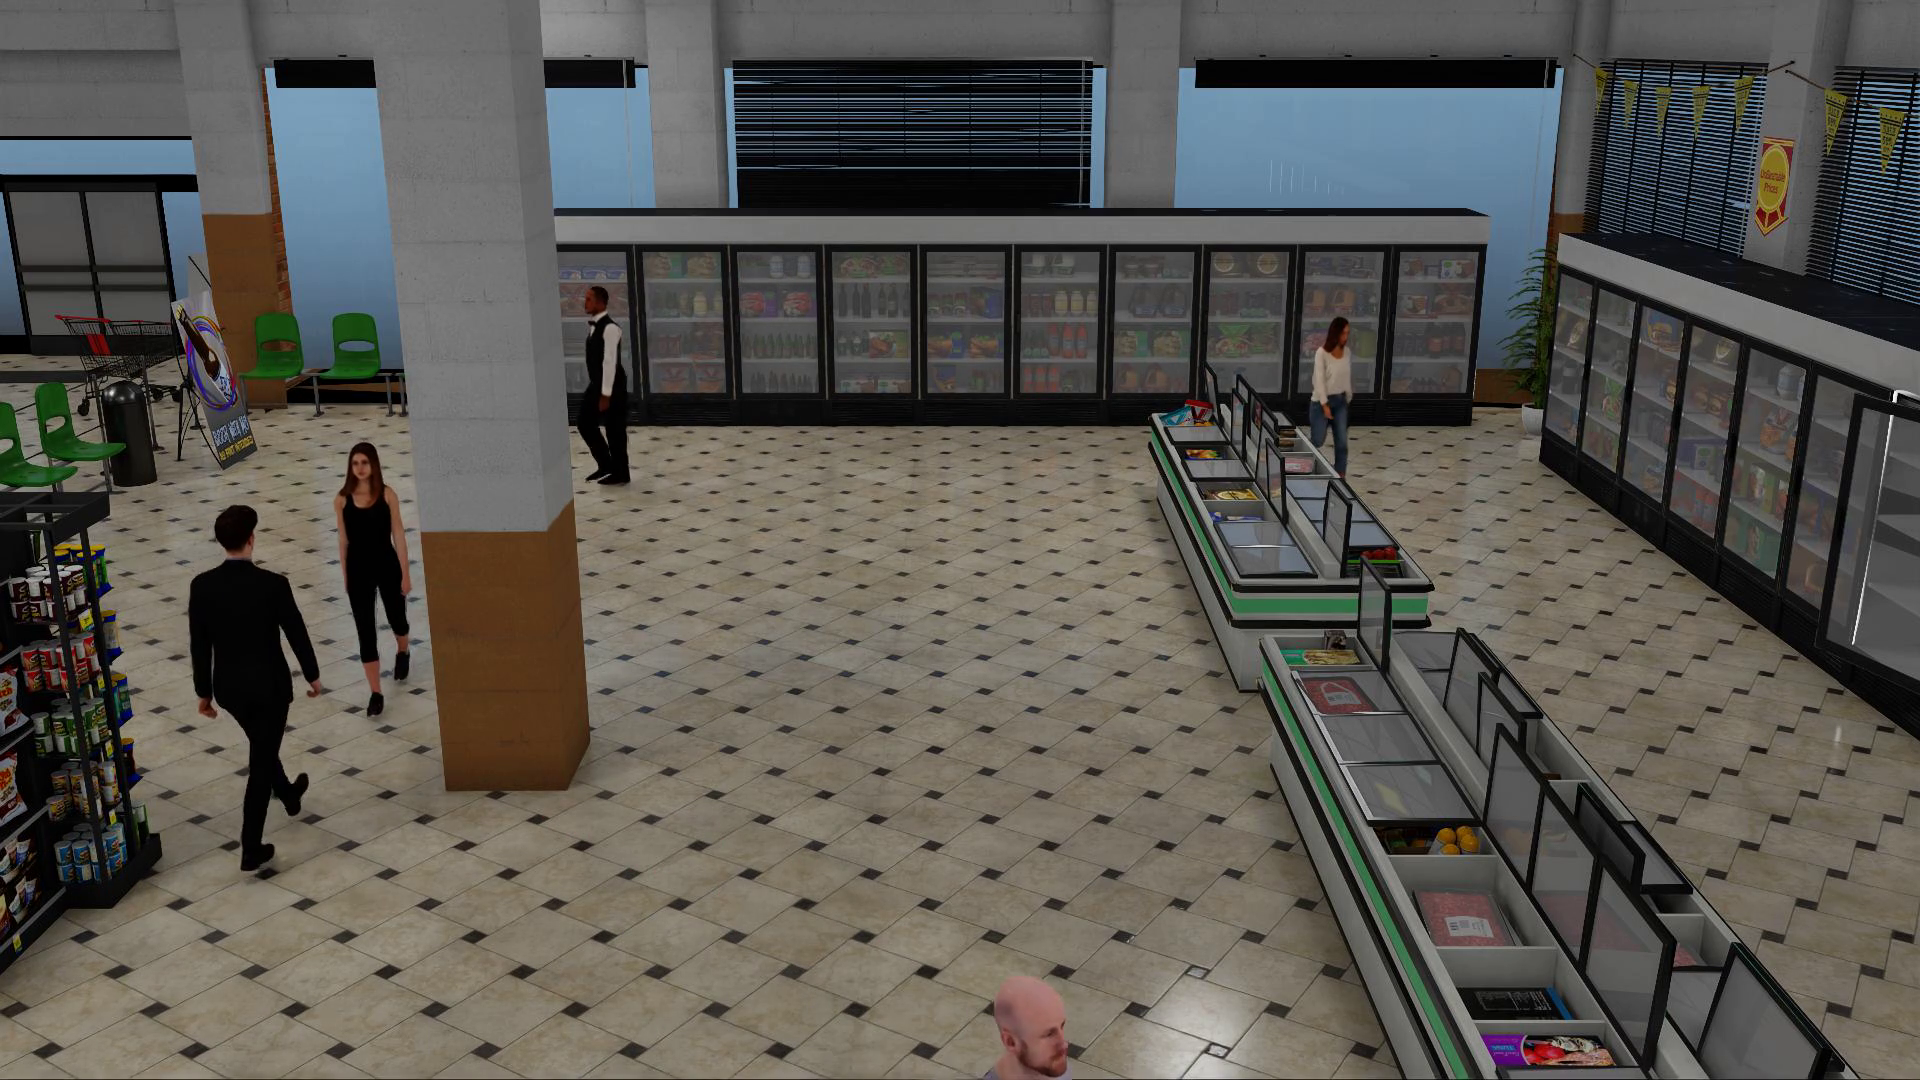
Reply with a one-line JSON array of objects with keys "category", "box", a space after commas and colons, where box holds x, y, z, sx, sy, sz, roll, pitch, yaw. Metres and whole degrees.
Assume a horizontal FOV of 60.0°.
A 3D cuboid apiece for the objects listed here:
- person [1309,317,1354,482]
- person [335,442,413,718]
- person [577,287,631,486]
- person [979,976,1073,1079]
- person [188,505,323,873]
[{"category": "person", "box": [3.415, -1.270, 15.652, 0.848, 1.641, 1.047, -8, 19, -25]}, {"category": "person", "box": [-3.728, 0.211, 10.689, 0.722, 1.691, 1.163, -3, 17, -10]}, {"category": "person", "box": [-3.278, -1.465, 15.838, 0.921, 1.906, 0.826, -10, 20, -31]}, {"category": "person", "box": [0.071, 2.016, 4.591, 1.223, 1.780, 1.236, 14, 22, 38]}, {"category": "person", "box": [-3.639, 0.794, 8.516, 0.713, 1.837, 1.179, 0, 17, 0]}]
